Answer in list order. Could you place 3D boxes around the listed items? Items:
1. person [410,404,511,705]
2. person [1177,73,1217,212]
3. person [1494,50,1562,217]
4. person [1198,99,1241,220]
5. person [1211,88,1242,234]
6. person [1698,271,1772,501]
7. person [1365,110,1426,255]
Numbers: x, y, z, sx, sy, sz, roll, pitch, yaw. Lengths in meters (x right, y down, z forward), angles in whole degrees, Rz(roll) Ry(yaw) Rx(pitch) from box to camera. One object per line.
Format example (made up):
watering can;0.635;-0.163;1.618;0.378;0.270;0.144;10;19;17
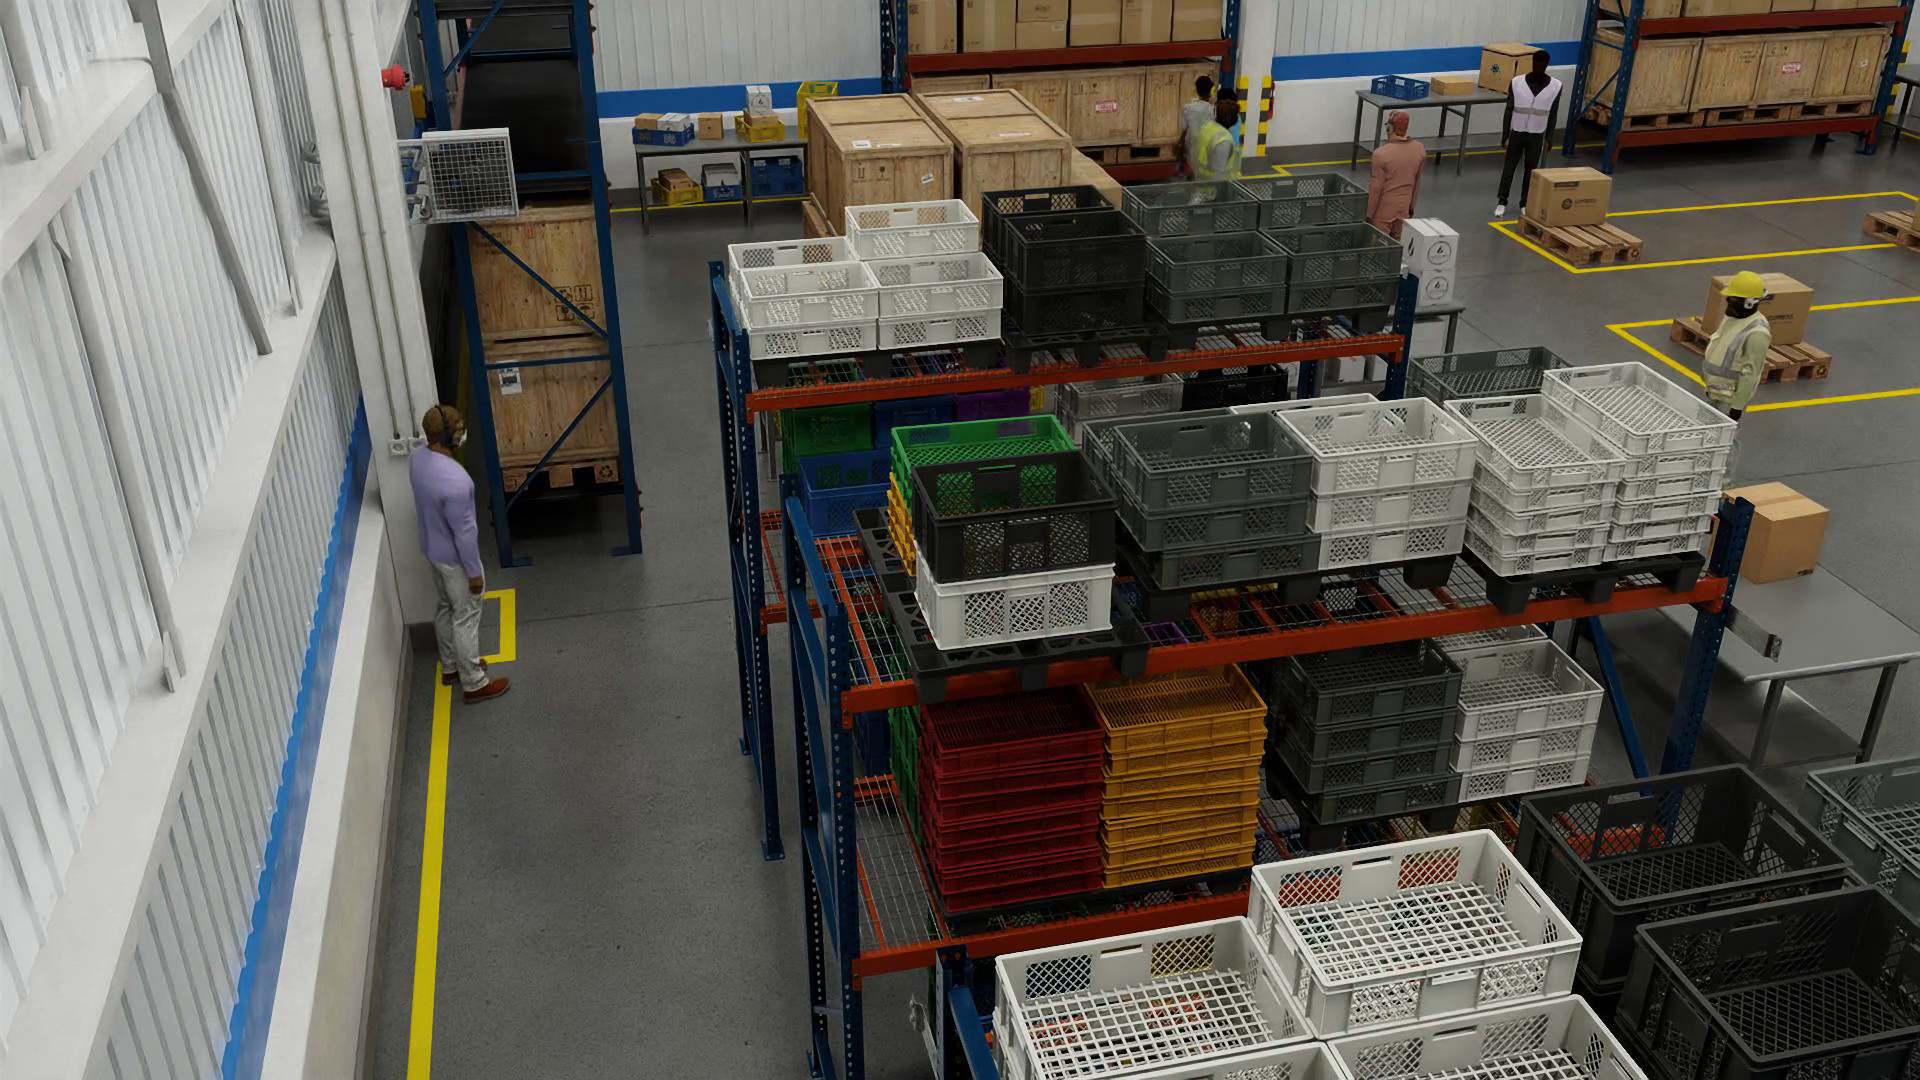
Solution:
person;-3.066;0.085;10.096;0.372;1.931;0.634;-20;34;-34
person;2.631;-4.193;18.317;0.508;1.835;0.945;19;33;32
person;6.537;-4.676;19.143;0.589;1.913;0.398;7;29;13
person;2.638;-3.710;17.409;0.713;1.823;0.639;-3;28;-6
person;2.911;-4.121;18.320;0.320;1.694;0.539;16;32;28
person;5.780;-1.140;12.531;0.403;1.826;0.595;1;28;2
person;4.264;-3.318;16.572;0.651;1.904;0.404;-14;31;-25
